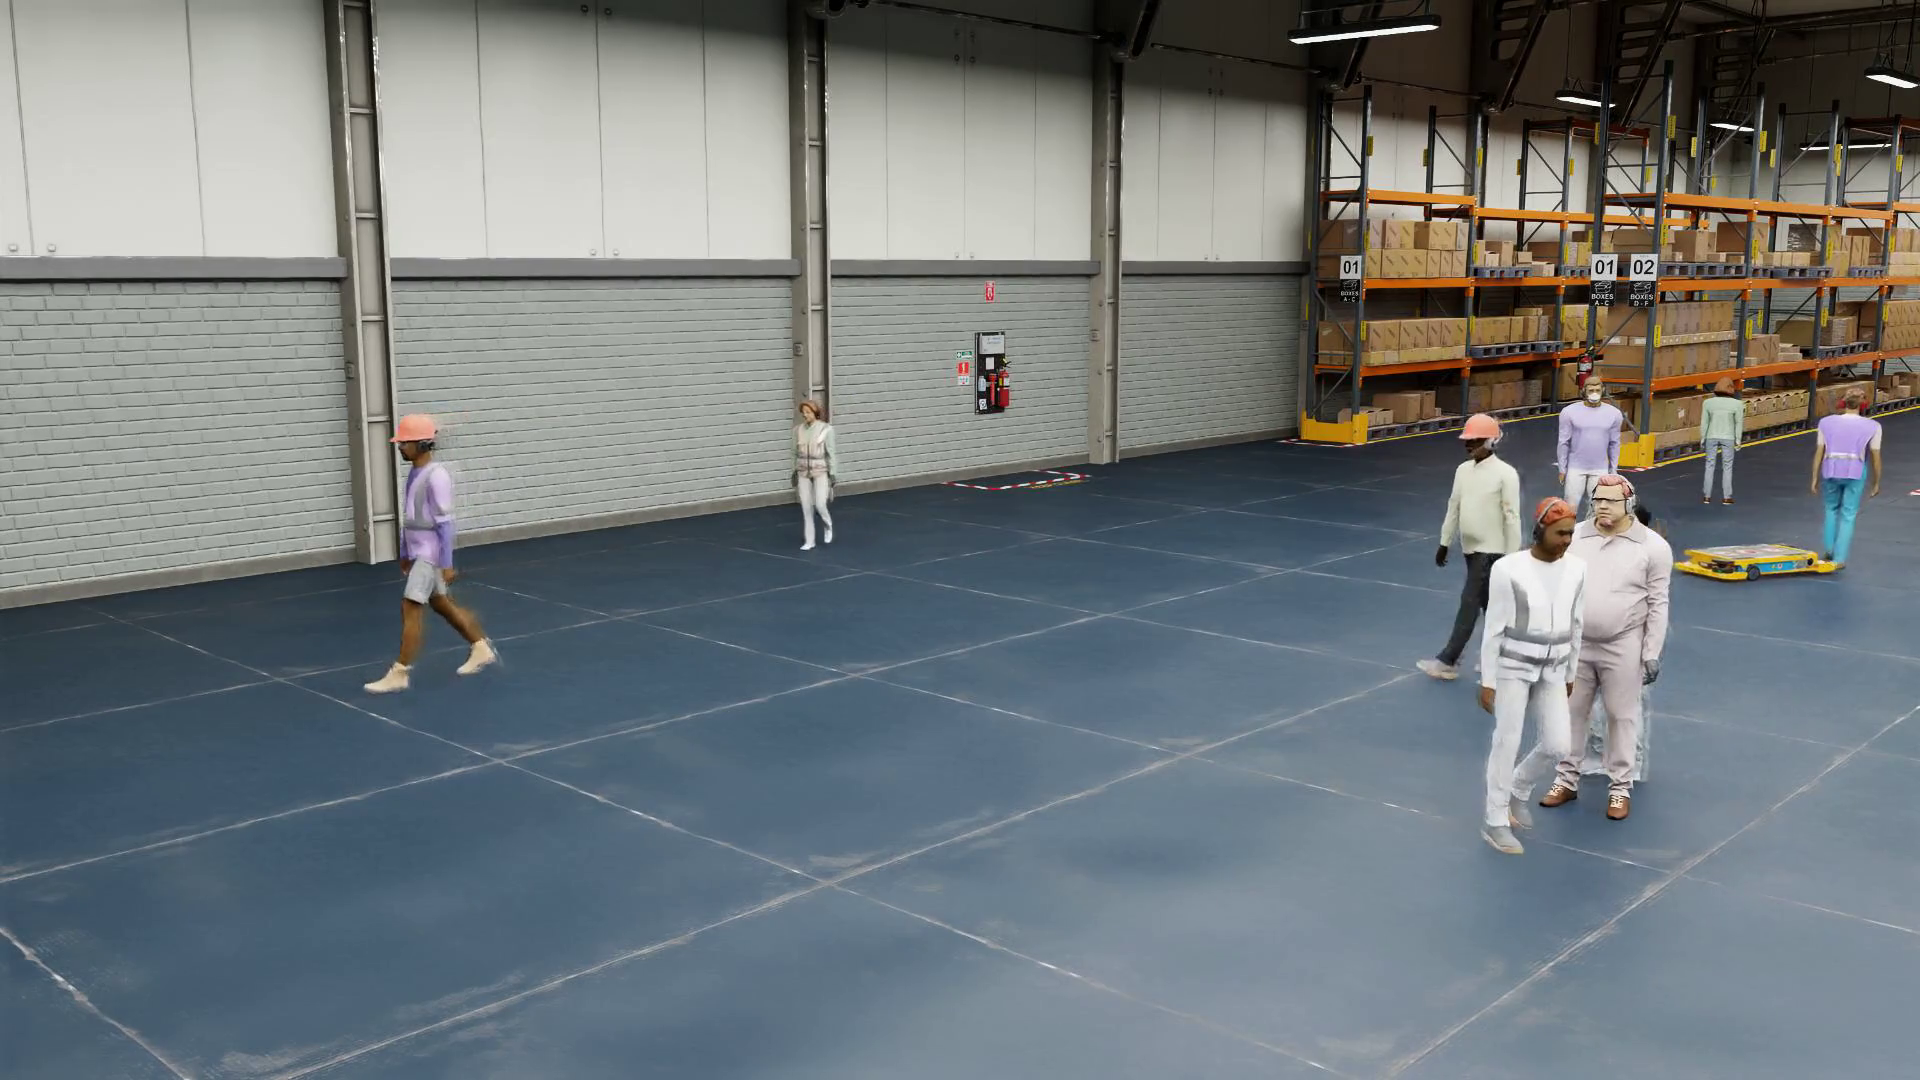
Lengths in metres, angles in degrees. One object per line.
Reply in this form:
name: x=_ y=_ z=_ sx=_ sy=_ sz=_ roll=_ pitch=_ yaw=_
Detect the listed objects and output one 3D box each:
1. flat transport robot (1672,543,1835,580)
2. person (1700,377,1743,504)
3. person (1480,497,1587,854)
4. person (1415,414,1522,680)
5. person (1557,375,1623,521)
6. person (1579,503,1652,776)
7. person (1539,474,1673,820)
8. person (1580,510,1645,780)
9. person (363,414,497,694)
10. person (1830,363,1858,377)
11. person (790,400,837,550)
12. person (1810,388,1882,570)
flat transport robot: x=7.868 y=0.205 z=16.483 sx=1.431 sy=0.197 sz=0.652 roll=-4 pitch=10 yaw=-20
person: x=9.760 y=-1.272 z=21.347 sx=0.501 sy=1.632 sz=0.287 roll=7 pitch=11 yaw=35
person: x=2.953 y=0.693 z=8.645 sx=0.615 sy=1.868 sz=0.440 roll=-2 pitch=10 yaw=-11
person: x=3.738 y=0.053 z=12.289 sx=0.983 sy=1.946 sz=0.642 roll=-3 pitch=10 yaw=-18
person: x=6.430 y=-0.716 z=17.028 sx=0.628 sy=1.940 sz=0.377 roll=1 pitch=9 yaw=7
person: x=3.891 y=0.591 z=9.967 sx=0.536 sy=1.642 sz=0.922 roll=8 pitch=13 yaw=42
person: x=3.556 y=0.583 z=9.208 sx=0.639 sy=1.910 sz=0.407 roll=7 pitch=12 yaw=38
person: x=3.848 y=0.572 z=9.855 sx=0.537 sy=1.705 sz=0.510 roll=7 pitch=11 yaw=36
person: x=-3.845 y=0.072 z=12.057 sx=0.906 sy=2.016 sz=0.624 roll=-6 pitch=11 yaw=-33
person: x=20.073 y=-4.116 z=37.750 sx=0.416 sy=1.939 sz=0.632 roll=-8 pitch=12 yaw=-41
person: x=-1.579 y=-0.700 z=17.875 sx=0.533 sy=1.623 sz=0.398 roll=4 pitch=10 yaw=21
person: x=8.970 y=-0.626 z=16.806 sx=0.608 sy=1.821 sz=0.693 roll=7 pitch=12 yaw=38
